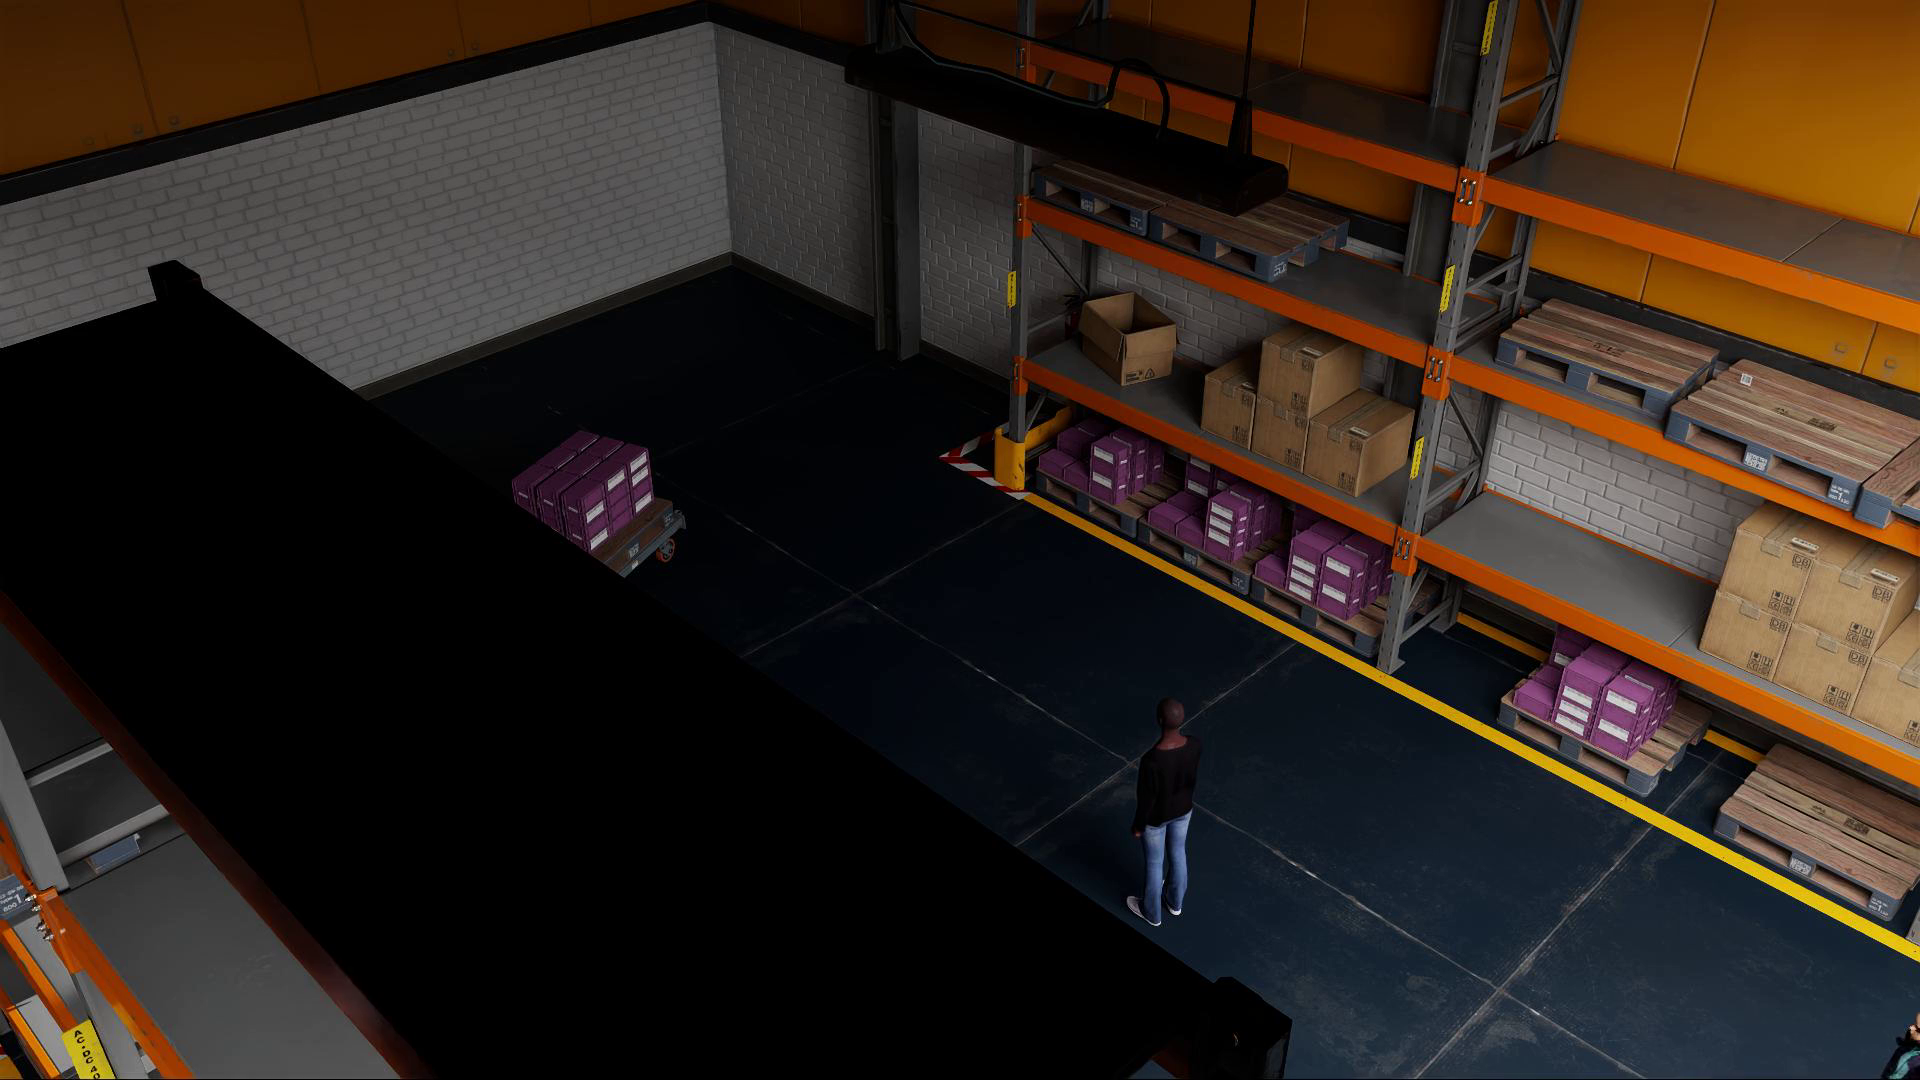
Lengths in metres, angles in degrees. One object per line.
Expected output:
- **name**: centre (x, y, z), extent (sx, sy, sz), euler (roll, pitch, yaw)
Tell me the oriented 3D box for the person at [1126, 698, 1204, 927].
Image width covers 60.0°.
- **person**: centre (1.296, 1.706, 10.451), extent (0.651, 1.749, 0.622), euler (-17, 37, -24)
